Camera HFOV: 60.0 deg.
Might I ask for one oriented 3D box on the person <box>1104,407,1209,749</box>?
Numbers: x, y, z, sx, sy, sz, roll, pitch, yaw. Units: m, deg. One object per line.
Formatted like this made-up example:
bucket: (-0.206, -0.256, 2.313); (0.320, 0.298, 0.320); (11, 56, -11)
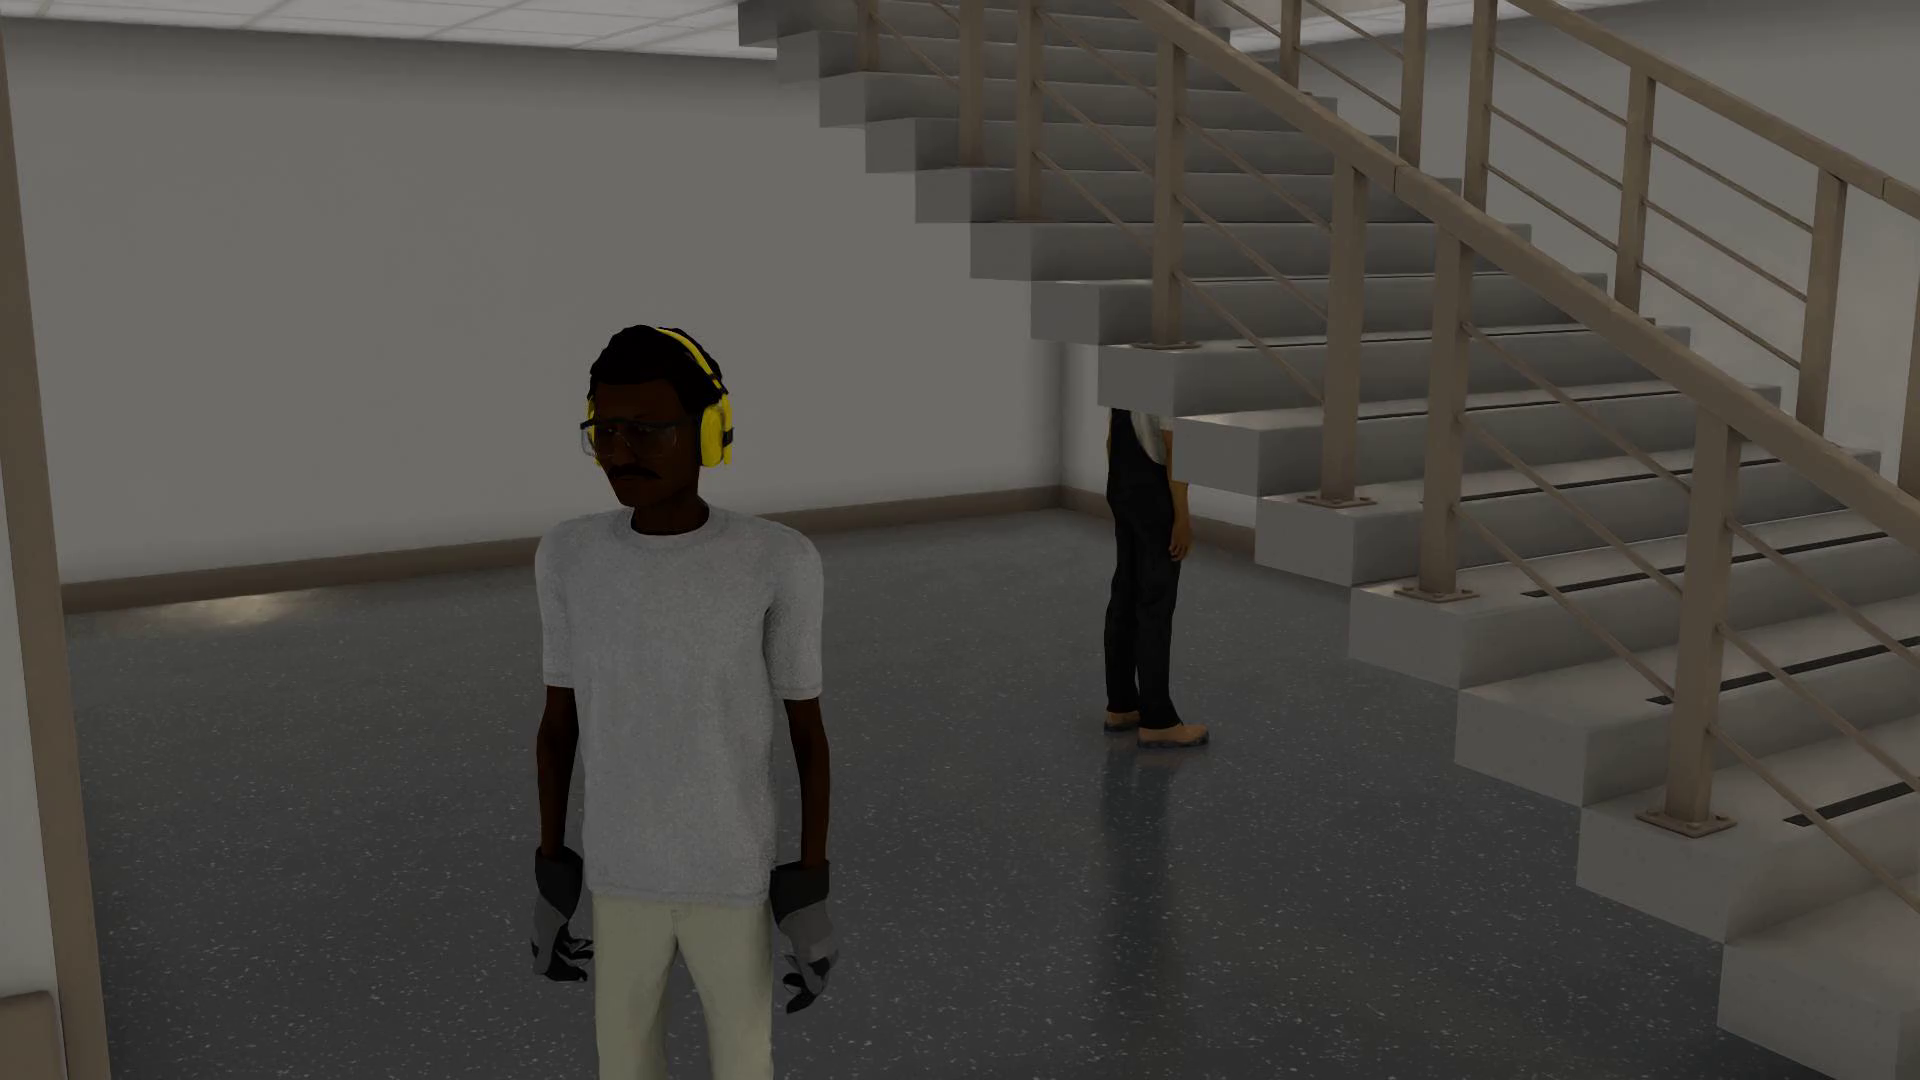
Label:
person: (0.748, -0.115, 6.475); (0.350, 1.839, 0.506); (-4, 12, -22)

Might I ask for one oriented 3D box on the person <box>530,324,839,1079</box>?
person: (-0.463, 0.579, 2.753); (0.535, 1.868, 0.309); (2, 11, 10)
